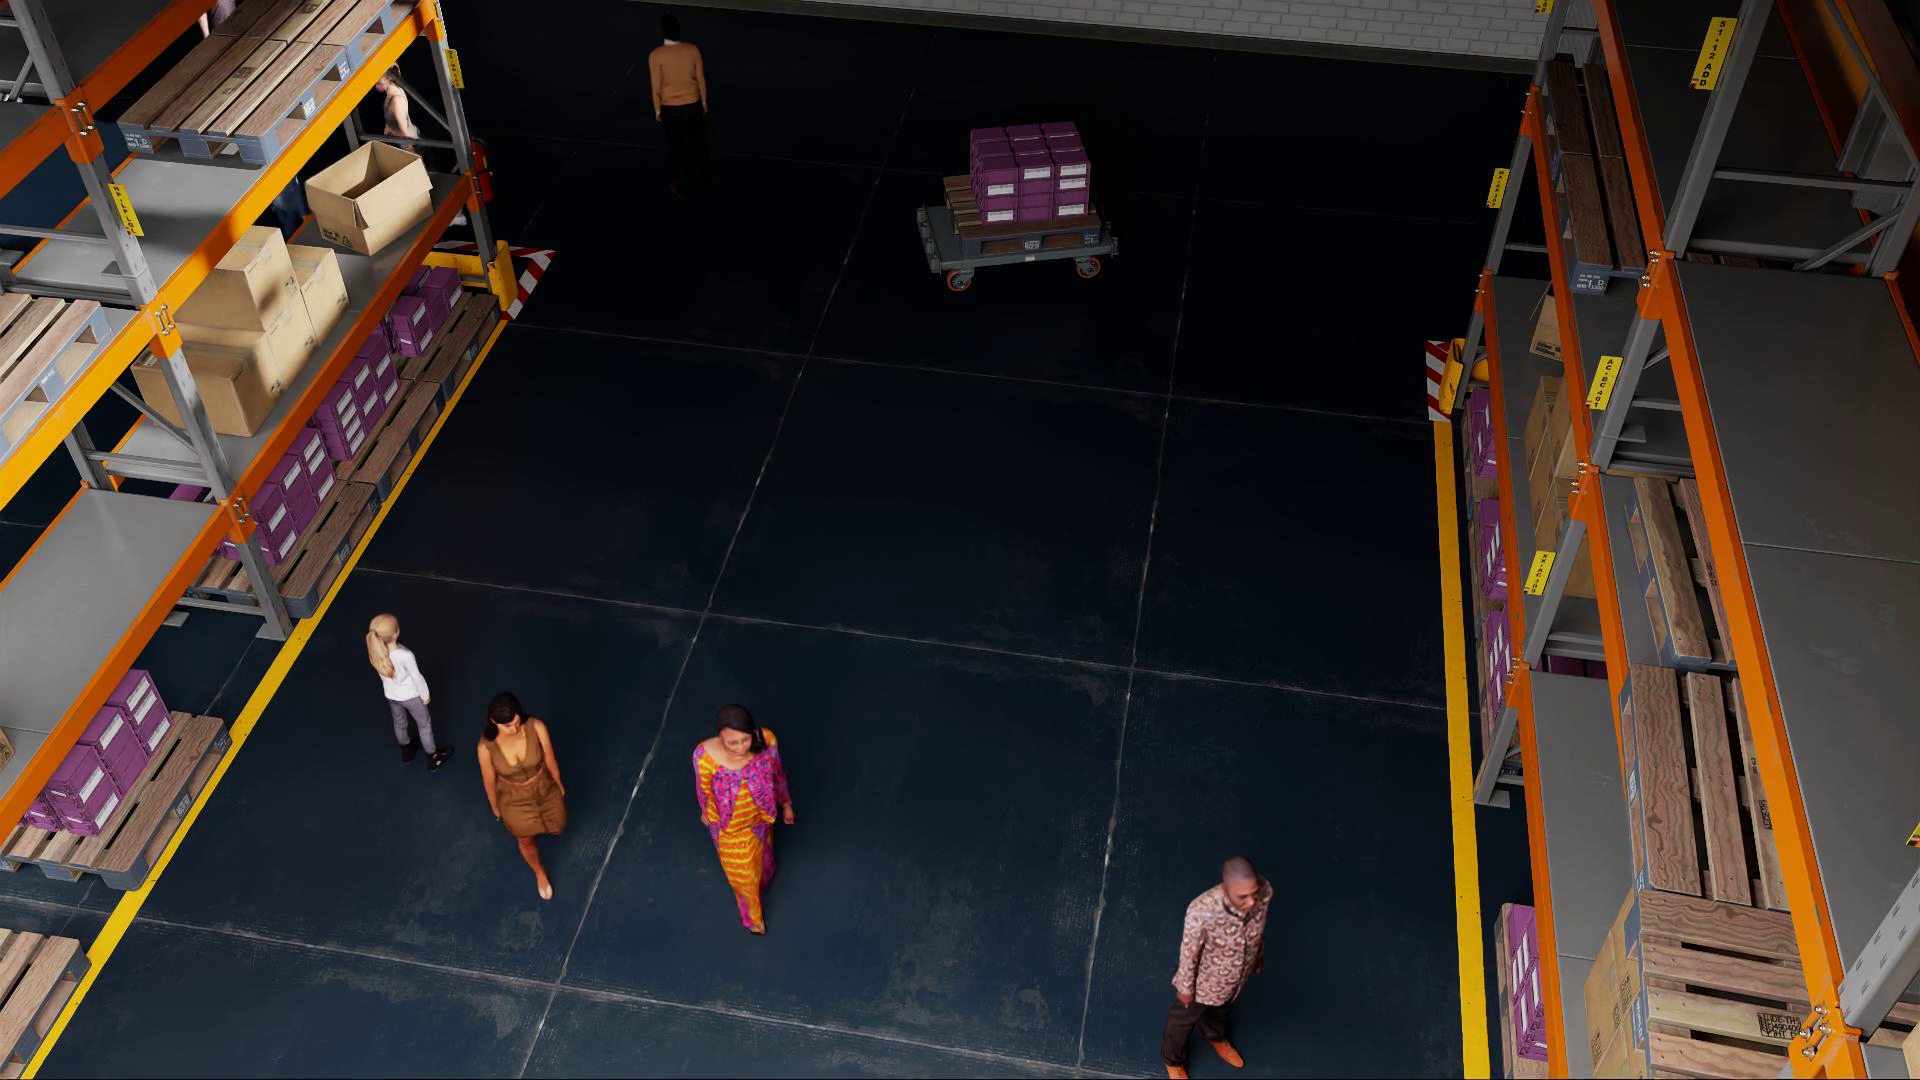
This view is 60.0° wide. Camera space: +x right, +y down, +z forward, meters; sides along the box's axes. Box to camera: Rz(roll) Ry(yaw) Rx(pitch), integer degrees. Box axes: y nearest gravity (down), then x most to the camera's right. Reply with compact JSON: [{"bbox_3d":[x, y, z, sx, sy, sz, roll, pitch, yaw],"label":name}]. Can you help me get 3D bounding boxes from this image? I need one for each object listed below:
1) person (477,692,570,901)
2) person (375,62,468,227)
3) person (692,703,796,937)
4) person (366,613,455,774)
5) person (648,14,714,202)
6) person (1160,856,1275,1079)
[{"bbox_3d":[-2.488,1.392,9.521,0.795,1.666,0.881,-17,46,-17],"label":"person"},{"bbox_3d":[-4.709,-3.419,14.573,0.914,1.663,1.092,-6,44,-6],"label":"person"},{"bbox_3d":[-1.244,1.454,9.465,0.904,1.652,0.989,-20,47,-20],"label":"person"},{"bbox_3d":[-3.442,0.943,10.275,0.517,1.275,0.526,15,46,15],"label":"person"},{"bbox_3d":[-2.519,-3.910,15.023,0.753,1.753,0.771,-17,46,-17],"label":"person"},{"bbox_3d":[1.323,2.190,8.580,0.776,1.808,0.811,-21,47,-21],"label":"person"}]
